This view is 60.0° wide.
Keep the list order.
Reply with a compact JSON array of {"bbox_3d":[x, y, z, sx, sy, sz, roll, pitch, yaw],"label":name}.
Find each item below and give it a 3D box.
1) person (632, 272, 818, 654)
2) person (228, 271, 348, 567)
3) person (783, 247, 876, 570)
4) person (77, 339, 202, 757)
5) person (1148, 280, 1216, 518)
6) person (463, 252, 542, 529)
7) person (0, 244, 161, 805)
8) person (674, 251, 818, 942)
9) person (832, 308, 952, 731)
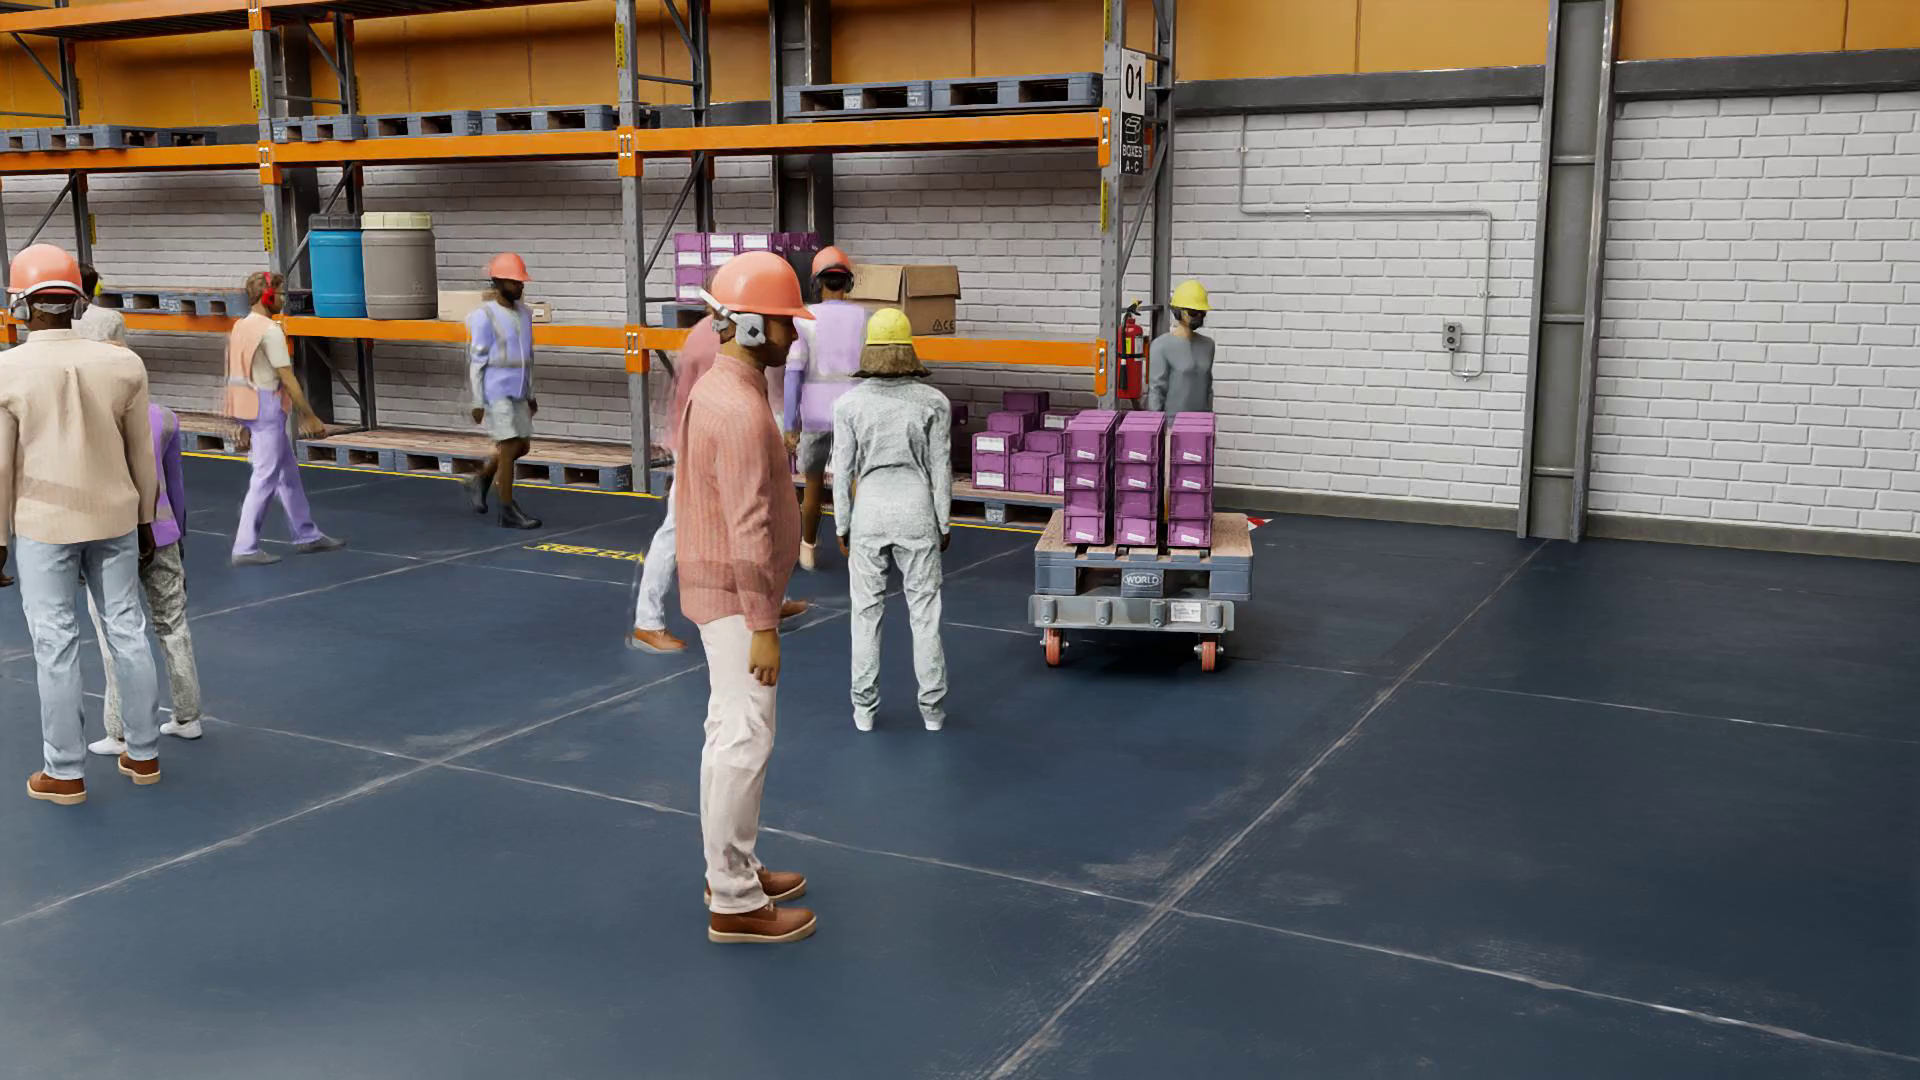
[{"bbox_3d":[-1.176,-0.403,8.229,1.017,1.873,0.713,-2,11,-10],"label":"person"},{"bbox_3d":[-4.244,-0.756,10.349,0.769,1.808,0.583,-8,13,-38],"label":"person"},{"bbox_3d":[-0.732,-0.722,9.767,0.650,1.969,1.078,-3,11,-15],"label":"person"},{"bbox_3d":[-3.264,0.032,6.531,0.318,1.631,0.513,6,12,30],"label":"person"},{"bbox_3d":[1.358,-0.682,10.073,0.533,1.765,0.331,-8,13,-36],"label":"person"},{"bbox_3d":[-3.229,-1.036,11.577,0.680,1.922,0.567,4,11,23],"label":"person"},{"bbox_3d":[-3.191,-0.051,5.978,0.377,1.995,0.608,9,13,39],"label":"person"},{"bbox_3d":[-0.605,0.174,4.793,0.412,1.982,0.622,-3,11,-15],"label":"person"},{"bbox_3d":[-0.276,-0.076,6.843,0.488,1.737,0.321,0,10,0],"label":"person"}]
